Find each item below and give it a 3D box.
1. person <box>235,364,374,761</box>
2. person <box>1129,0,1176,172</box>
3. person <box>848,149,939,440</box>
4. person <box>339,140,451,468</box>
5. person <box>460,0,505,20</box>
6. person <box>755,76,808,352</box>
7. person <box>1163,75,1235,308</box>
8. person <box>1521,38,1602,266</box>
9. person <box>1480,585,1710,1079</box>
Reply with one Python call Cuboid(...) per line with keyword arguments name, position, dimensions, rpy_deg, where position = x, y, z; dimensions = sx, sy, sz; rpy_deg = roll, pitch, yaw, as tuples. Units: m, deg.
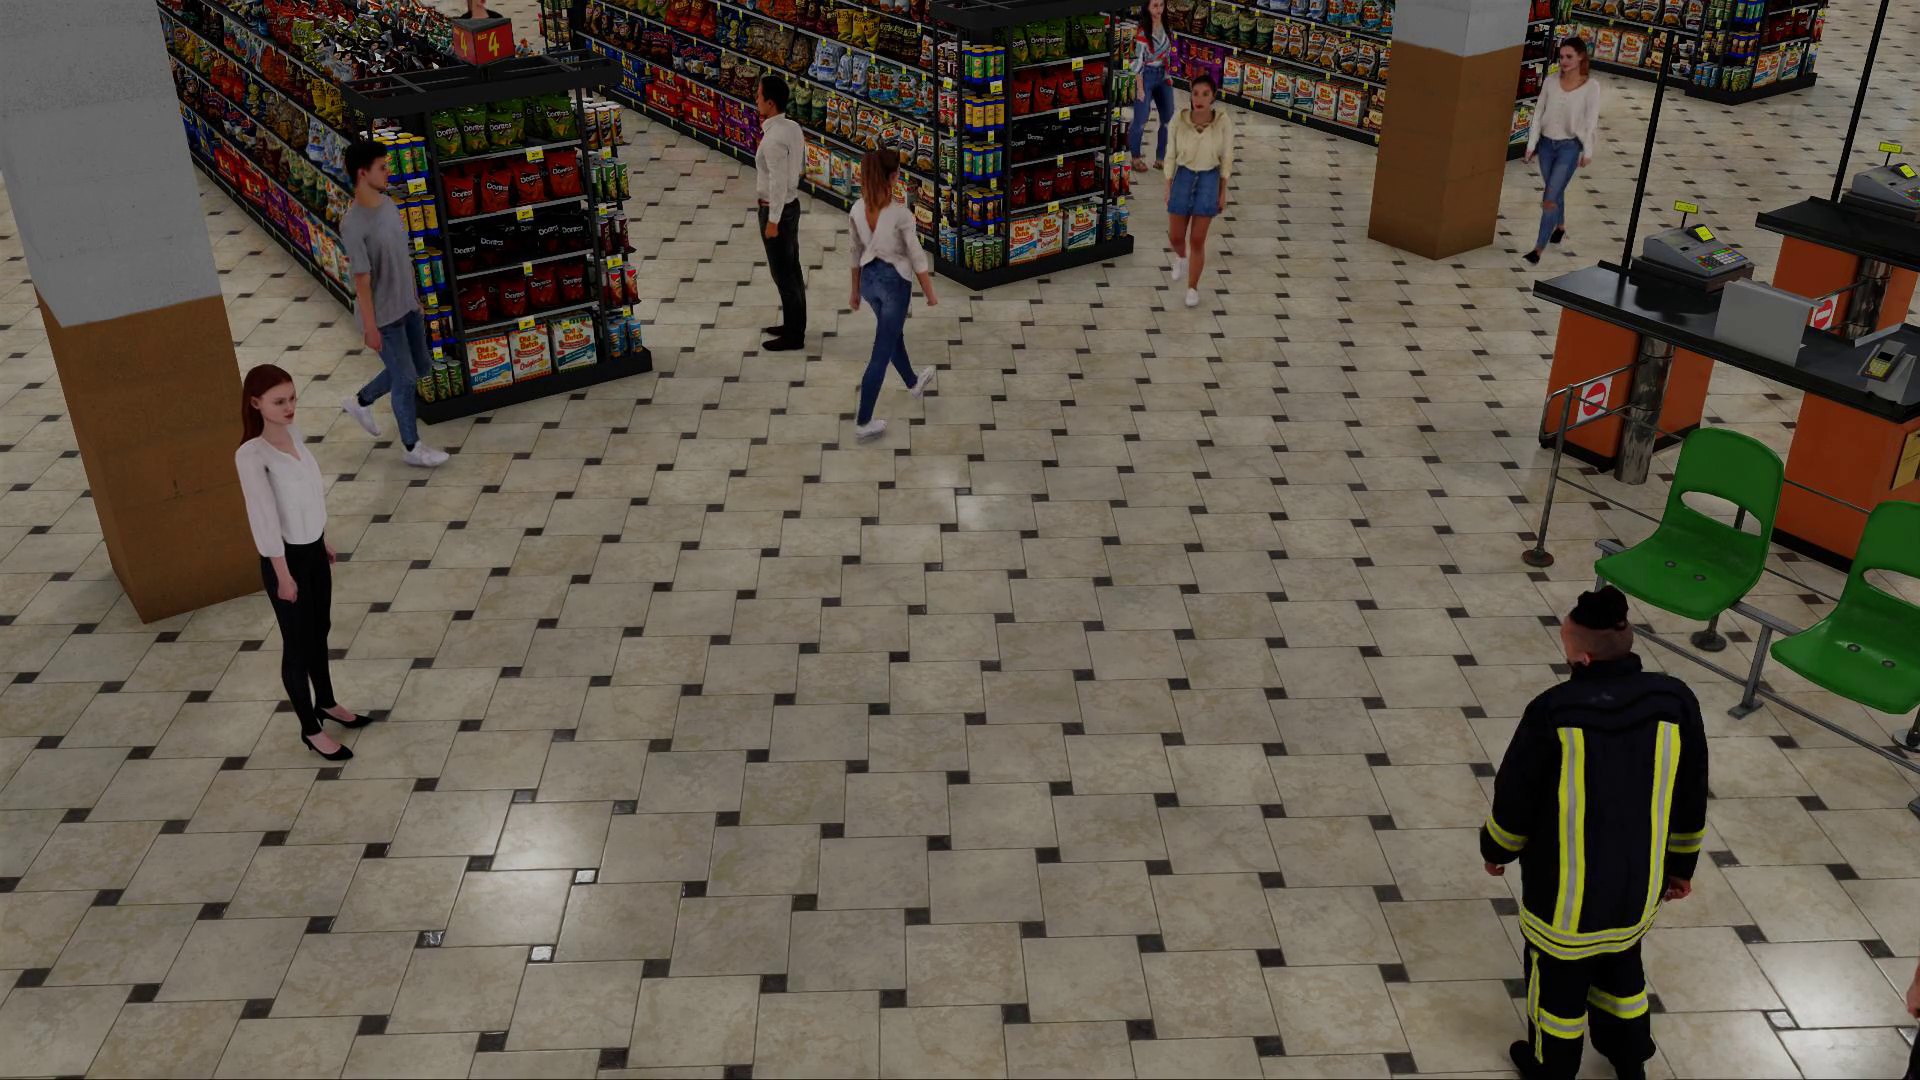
Cuboid(name="person", position=(-2.762, 0.096, 6.922), dimensions=(0.721, 1.762, 0.639), rpy_deg=(2, 29, 4))
Cuboid(name="person", position=(1.630, -4.056, 14.701), dimensions=(0.630, 1.597, 0.715), rpy_deg=(-16, 32, -27))
Cuboid(name="person", position=(-0.483, -1.394, 9.741), dimensions=(1.084, 1.676, 0.858), rpy_deg=(23, 36, 35))
Cuboid(name="person", position=(-3.304, -1.316, 9.395), dimensions=(1.042, 1.871, 0.997), rpy_deg=(4, 29, 8))
Cuboid(name="person", position=(-4.220, -4.120, 14.739), dimensions=(0.639, 1.671, 0.690), rpy_deg=(-16, 32, -26))
Cuboid(name="person", position=(-1.178, -2.150, 10.985), dimensions=(0.807, 1.811, 0.719), rpy_deg=(2, 29, 4))
Cuboid(name="person", position=(1.686, -2.500, 11.825), dimensions=(0.870, 1.620, 0.929), rpy_deg=(5, 29, 9))
Cuboid(name="person", position=(4.563, -2.945, 12.618), dimensions=(1.123, 1.641, 0.839), rpy_deg=(21, 35, 33))
Cuboid(name="person", position=(2.015, 1.006, 5.175), dimensions=(0.913, 1.840, 0.910), rpy_deg=(4, 29, 7))
